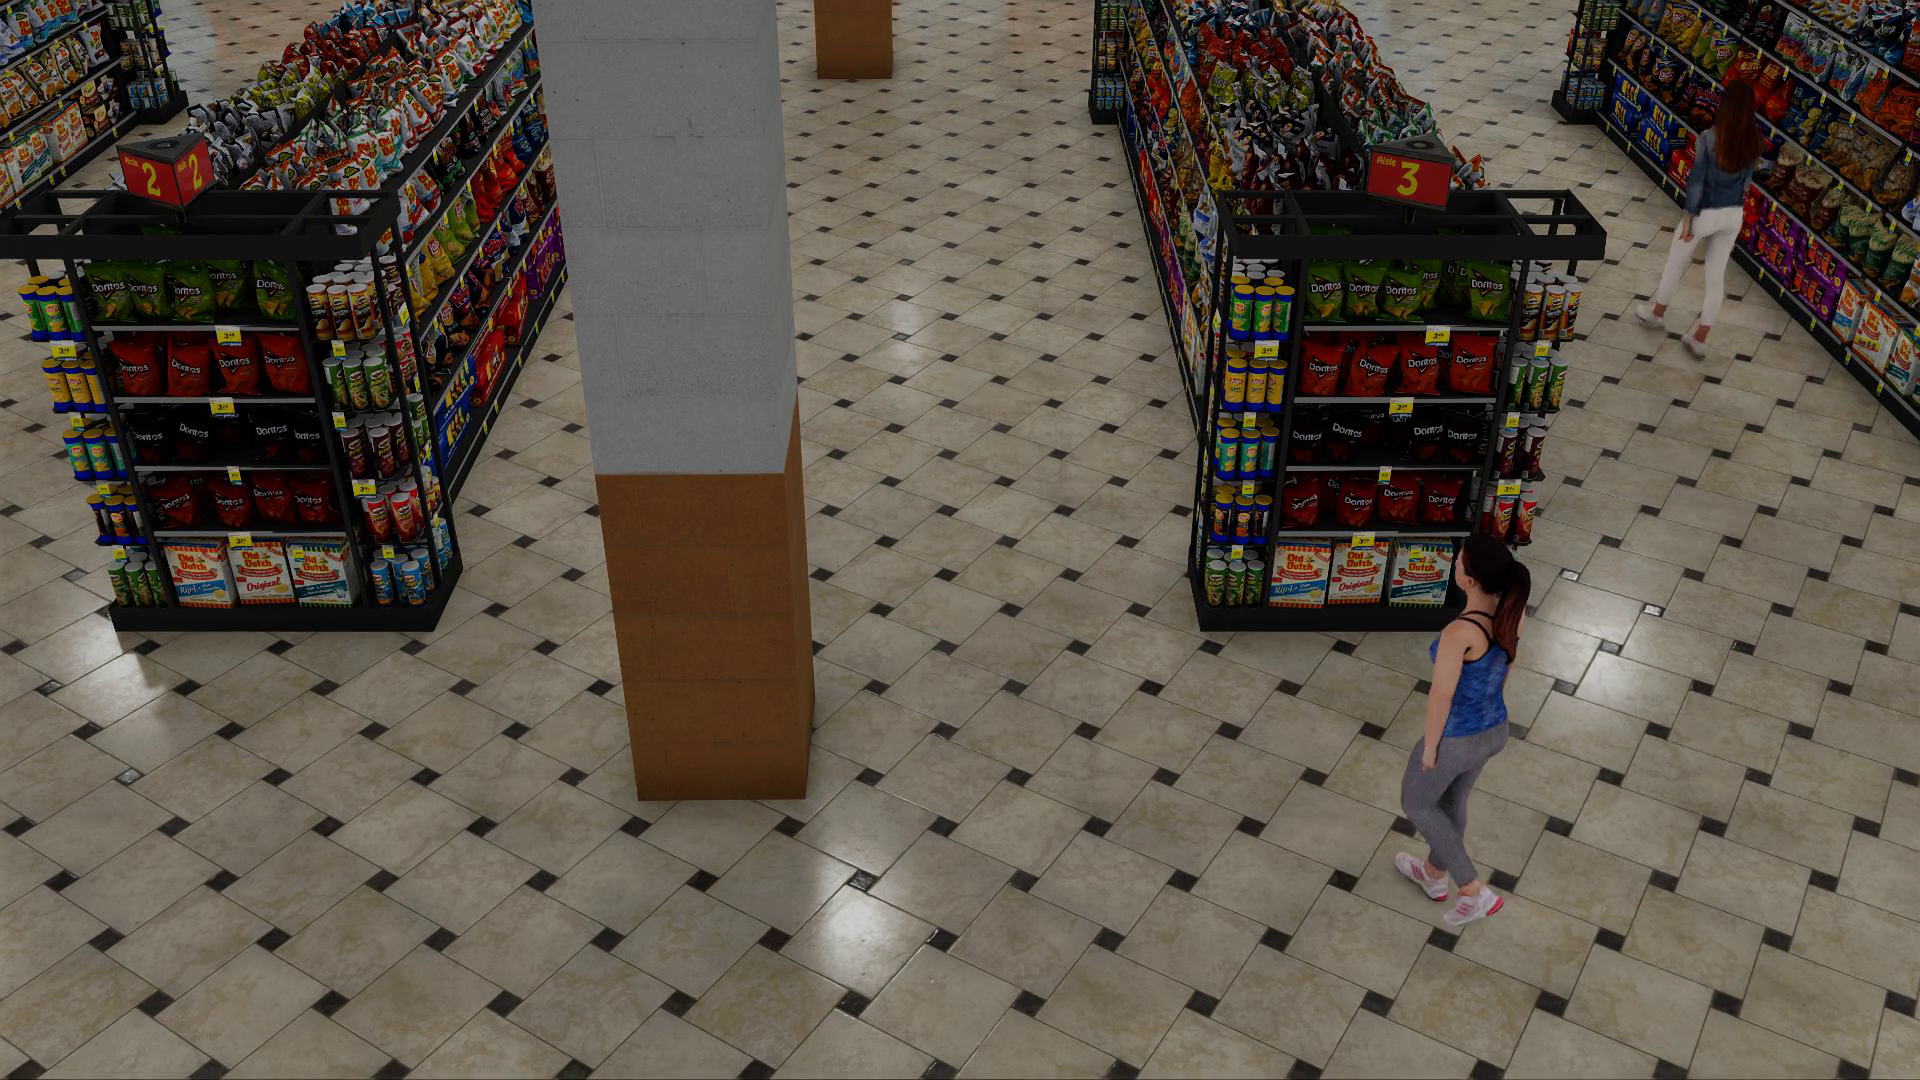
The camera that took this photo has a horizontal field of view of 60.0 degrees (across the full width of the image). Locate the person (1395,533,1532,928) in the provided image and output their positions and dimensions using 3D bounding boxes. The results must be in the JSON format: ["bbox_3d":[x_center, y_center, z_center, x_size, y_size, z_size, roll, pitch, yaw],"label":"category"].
[{"bbox_3d":[1.852,0.724,5.947,0.789,1.598,0.892,-19,37,-27],"label":"person"}]

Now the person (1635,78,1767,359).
[{"bbox_3d":[4.612,-1.909,10.105,0.637,1.676,0.882,-1,32,-1],"label":"person"}]
